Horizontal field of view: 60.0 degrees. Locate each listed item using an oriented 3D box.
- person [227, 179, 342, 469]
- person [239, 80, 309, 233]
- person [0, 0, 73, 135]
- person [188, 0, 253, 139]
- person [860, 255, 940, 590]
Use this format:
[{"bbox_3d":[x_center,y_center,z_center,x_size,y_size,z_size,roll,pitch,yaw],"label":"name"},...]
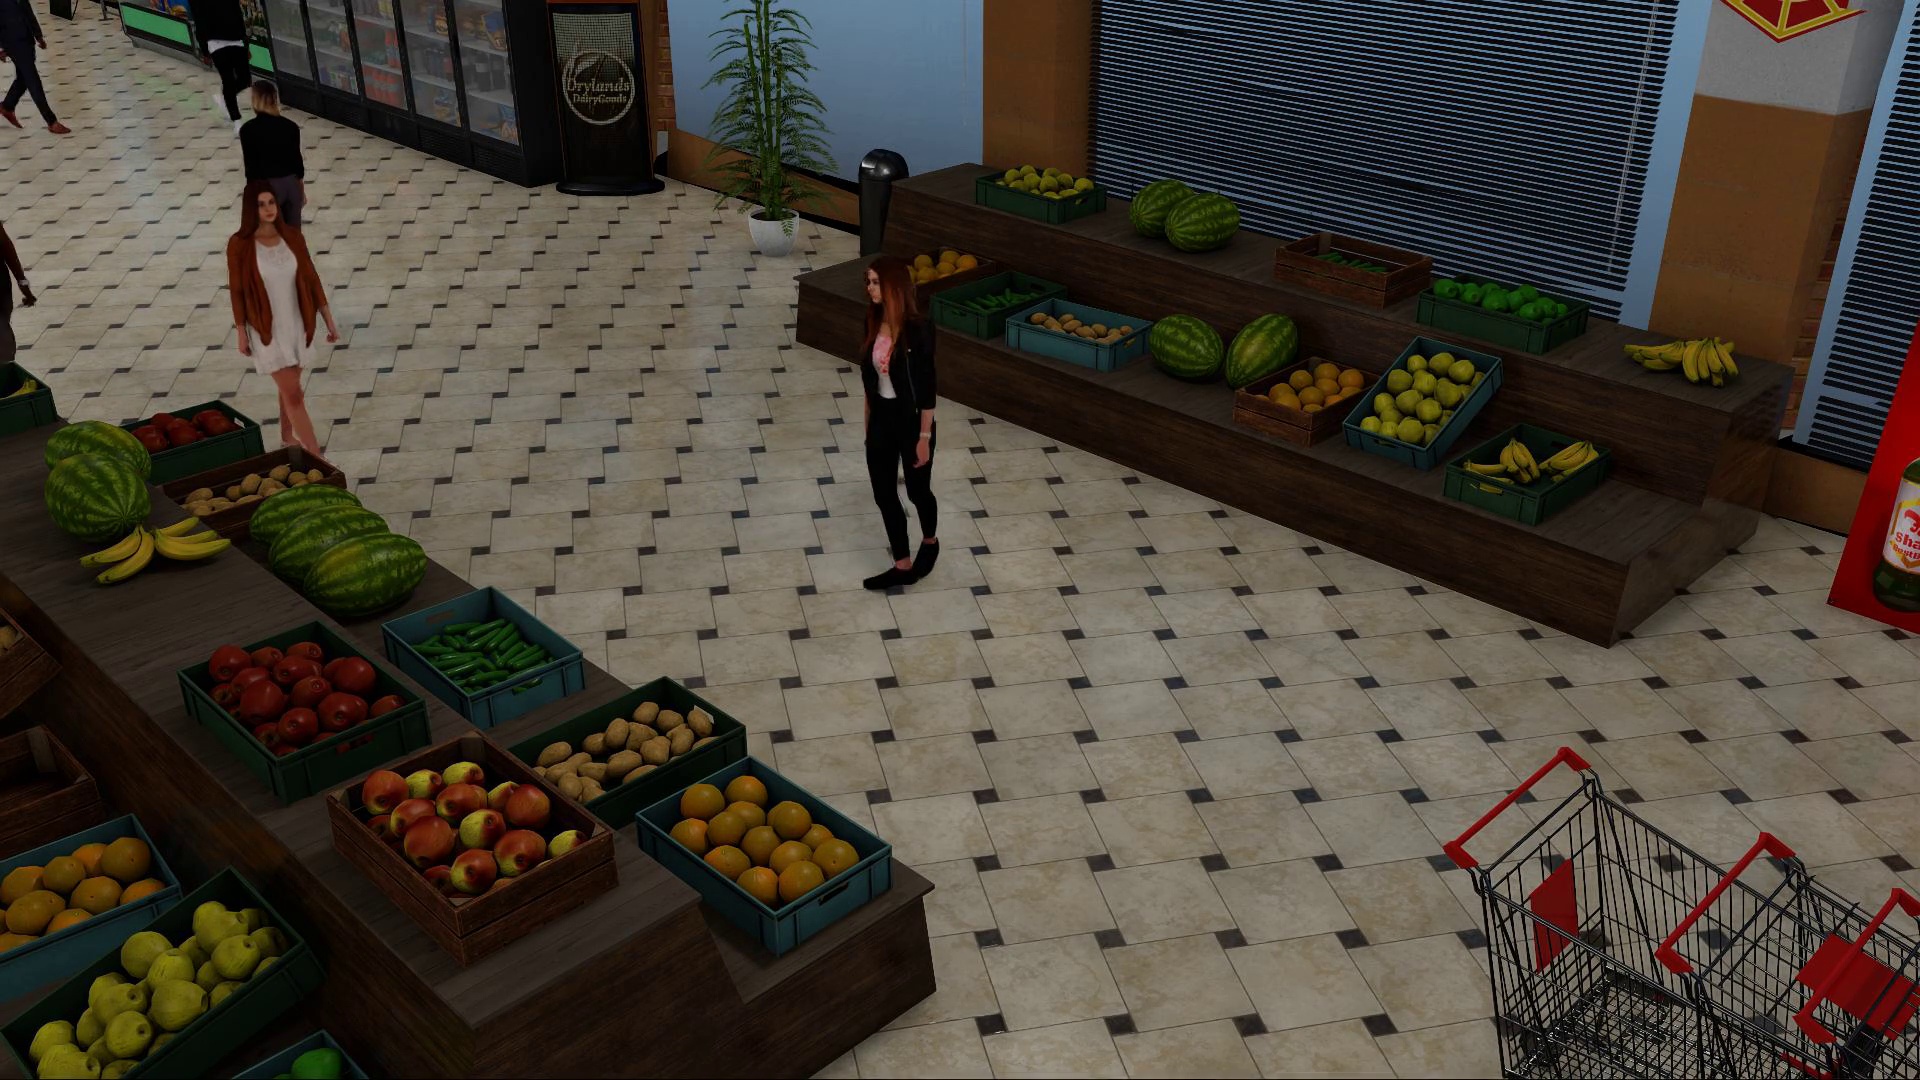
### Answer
[{"bbox_3d":[-3.910,-1.218,9.492,1.052,1.677,0.654,23,35,38],"label":"person"},{"bbox_3d":[-4.823,-2.414,11.869,0.753,1.659,0.636,21,33,35],"label":"person"},{"bbox_3d":[-9.656,-5.055,16.915,1.270,1.805,1.112,4,27,8],"label":"person"},{"bbox_3d":[-7.472,-4.999,16.810,1.009,1.800,0.759,19,32,32],"label":"person"},{"bbox_3d":[-0.235,-0.581,8.216,0.708,1.693,0.776,15,30,26],"label":"person"}]
